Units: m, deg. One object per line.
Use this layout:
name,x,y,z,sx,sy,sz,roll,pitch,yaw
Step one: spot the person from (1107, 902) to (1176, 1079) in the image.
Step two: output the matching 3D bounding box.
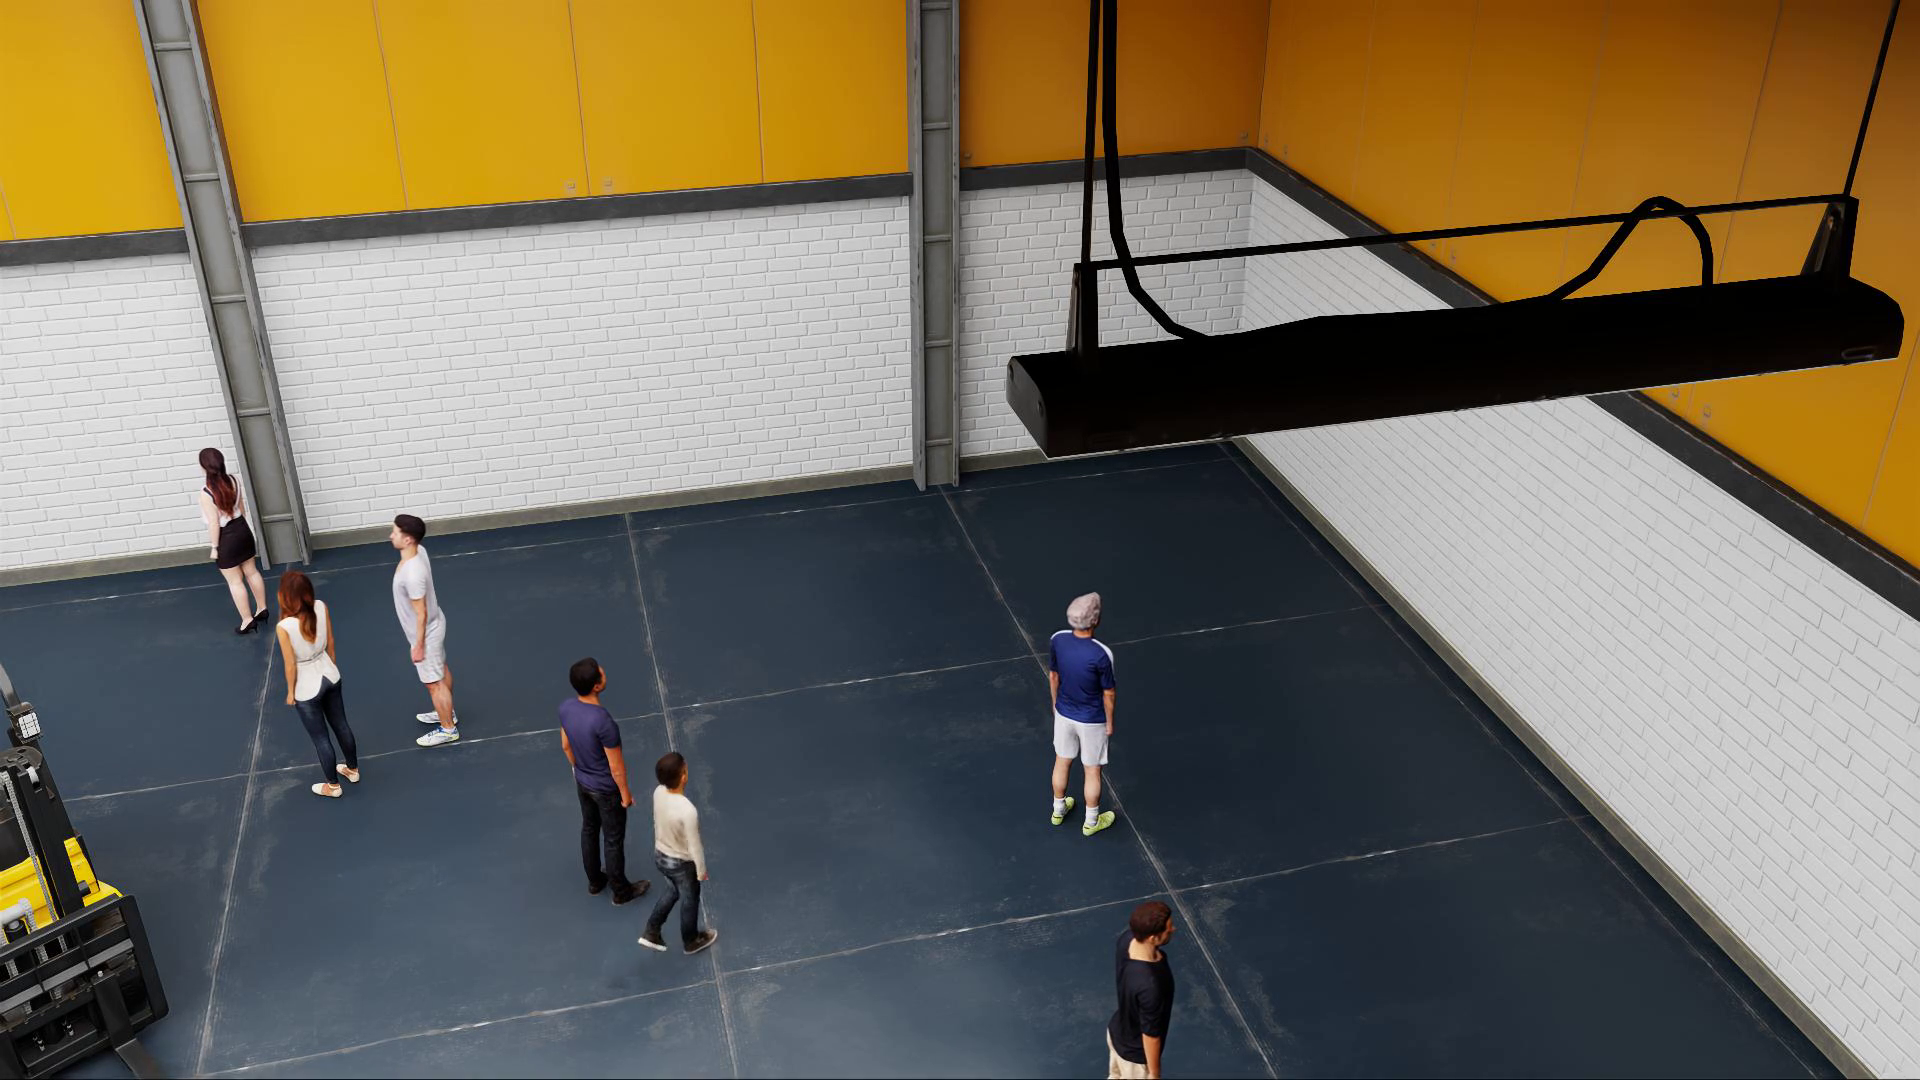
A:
person,0.893,2.582,8.568,0.532,1.851,0.634,-6,29,-11

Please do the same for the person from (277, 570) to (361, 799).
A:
person,-4.461,0.995,11.547,0.715,1.785,0.661,14,32,24

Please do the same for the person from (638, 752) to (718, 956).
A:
person,-1.783,1.967,10.112,0.761,1.452,0.848,24,37,37

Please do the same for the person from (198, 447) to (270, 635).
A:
person,-5.920,0.005,13.504,0.673,1.648,0.644,10,30,17

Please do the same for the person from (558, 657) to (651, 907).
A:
person,-2.299,1.534,10.550,0.714,1.793,0.754,18,33,30

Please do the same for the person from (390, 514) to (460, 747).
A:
person,-3.900,0.637,12.129,0.558,1.855,0.674,-6,29,-12

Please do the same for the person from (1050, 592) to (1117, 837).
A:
person,0.820,1.164,11.181,0.719,1.839,0.771,17,33,28
